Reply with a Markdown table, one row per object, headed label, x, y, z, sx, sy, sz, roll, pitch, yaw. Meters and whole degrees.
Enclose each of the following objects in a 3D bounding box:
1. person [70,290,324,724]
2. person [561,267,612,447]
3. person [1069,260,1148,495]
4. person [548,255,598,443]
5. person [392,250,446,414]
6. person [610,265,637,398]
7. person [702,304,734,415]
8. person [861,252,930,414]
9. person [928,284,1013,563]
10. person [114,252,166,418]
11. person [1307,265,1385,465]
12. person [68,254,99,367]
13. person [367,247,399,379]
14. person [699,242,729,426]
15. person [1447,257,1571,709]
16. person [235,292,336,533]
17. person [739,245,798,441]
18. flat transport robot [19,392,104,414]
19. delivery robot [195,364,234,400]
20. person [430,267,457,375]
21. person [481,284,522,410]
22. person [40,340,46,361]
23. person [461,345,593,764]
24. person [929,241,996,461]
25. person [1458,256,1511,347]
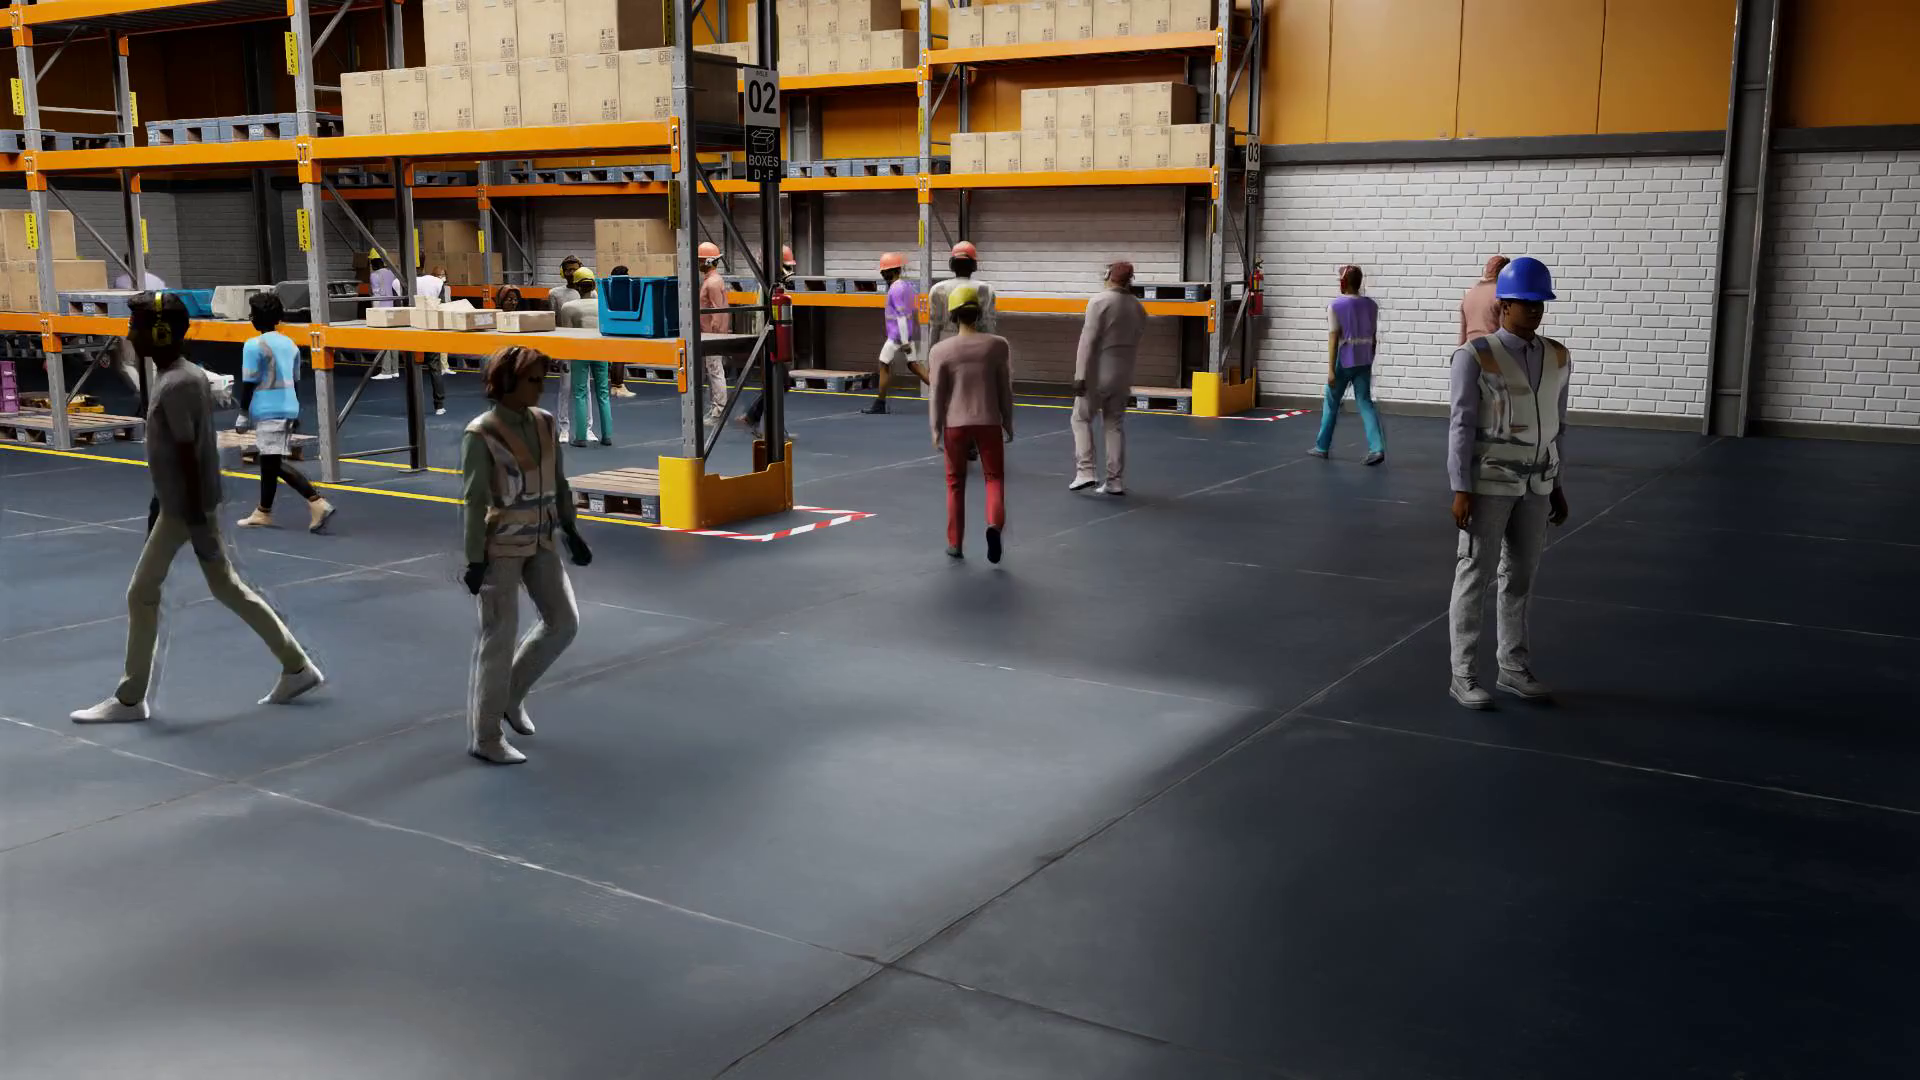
| label | x | y | z | sx | sy | sz | roll | pitch | yaw |
| --- | --- | --- | --- | --- | --- | --- | --- | --- | --- |
| person | -3.250 | -0.143 | 7.048 | 0.976 | 1.824 | 0.520 | -2 | 10 | -12 |
| person | -3.658 | -1.789 | 16.336 | 0.528 | 1.760 | 0.340 | -7 | 12 | -33 |
| person | 1.182 | -1.283 | 13.263 | 0.745 | 1.869 | 0.445 | -7 | 13 | -35 |
| person | -3.858 | -1.904 | 16.654 | 0.513 | 1.872 | 0.328 | -4 | 11 | -23 |
| person | -6.243 | -2.399 | 19.261 | 0.590 | 1.918 | 0.389 | -4 | 11 | -23 |
| person | -4.379 | -2.686 | 21.463 | 0.319 | 1.695 | 0.538 | -5 | 11 | -25 |
| person | -2.776 | -2.100 | 18.450 | 0.532 | 1.608 | 0.430 | -6 | 12 | -31 |
| person | -0.630 | -2.384 | 19.279 | 0.990 | 1.894 | 0.565 | 2 | 10 | 12 |
| person | 0.075 | -0.719 | 10.409 | 0.558 | 1.748 | 0.667 | -1 | 10 | -5 |
| person | -9.208 | -2.301 | 18.692 | 0.430 | 1.928 | 0.660 | 5 | 11 | 25 |
| person | 3.552 | -1.585 | 15.093 | 0.578 | 1.805 | 0.982 | -5 | 11 | -24 |
| person | -14.012 | -3.646 | 26.484 | 0.463 | 1.804 | 0.615 | -2 | 10 | -9 |
| person | -8.410 | -3.300 | 24.225 | 0.359 | 1.930 | 0.588 | 2 | 10 | 9 |
| person | -2.723 | -2.250 | 18.225 | 0.380 | 1.993 | 0.622 | -2 | 10 | -11 |
| person | 2.387 | -0.243 | 7.234 | 0.607 | 1.948 | 0.390 | -4 | 11 | -22 |
| person | -4.697 | -0.875 | 11.492 | 0.787 | 1.671 | 0.529 | 1 | 10 | 7 |
| person | -1.864 | -1.956 | 16.651 | 0.524 | 1.972 | 0.645 | 1 | 10 | 5 |
| flat transport robot | -10.685 | -1.589 | 19.338 | 1.431 | 0.197 | 0.652 | 6 | 12 | 31 |
| delivery robot | -9.006 | -1.846 | 19.719 | 0.707 | 0.478 | 0.477 | -1 | 10 | -6 |
| person | -7.810 | -3.286 | 24.999 | 0.282 | 1.626 | 0.491 | 5 | 11 | 24 |
| person | -4.003 | -1.449 | 14.795 | 0.516 | 1.633 | 0.313 | -8 | 13 | -37 |
| person | -15.330 | -3.812 | 27.901 | 0.502 | 1.628 | 0.276 | 8 | 13 | 37 |
| person | -1.728 | 0.050 | 6.508 | 0.388 | 1.622 | 0.531 | 4 | 11 | 23 |
| person | 0.017 | -1.659 | 14.886 | 0.601 | 2.019 | 0.613 | 0 | 10 | 2 |
| person | 4.737 | -1.593 | 14.933 | 0.545 | 1.878 | 0.858 | -4 | 11 | -19 |
